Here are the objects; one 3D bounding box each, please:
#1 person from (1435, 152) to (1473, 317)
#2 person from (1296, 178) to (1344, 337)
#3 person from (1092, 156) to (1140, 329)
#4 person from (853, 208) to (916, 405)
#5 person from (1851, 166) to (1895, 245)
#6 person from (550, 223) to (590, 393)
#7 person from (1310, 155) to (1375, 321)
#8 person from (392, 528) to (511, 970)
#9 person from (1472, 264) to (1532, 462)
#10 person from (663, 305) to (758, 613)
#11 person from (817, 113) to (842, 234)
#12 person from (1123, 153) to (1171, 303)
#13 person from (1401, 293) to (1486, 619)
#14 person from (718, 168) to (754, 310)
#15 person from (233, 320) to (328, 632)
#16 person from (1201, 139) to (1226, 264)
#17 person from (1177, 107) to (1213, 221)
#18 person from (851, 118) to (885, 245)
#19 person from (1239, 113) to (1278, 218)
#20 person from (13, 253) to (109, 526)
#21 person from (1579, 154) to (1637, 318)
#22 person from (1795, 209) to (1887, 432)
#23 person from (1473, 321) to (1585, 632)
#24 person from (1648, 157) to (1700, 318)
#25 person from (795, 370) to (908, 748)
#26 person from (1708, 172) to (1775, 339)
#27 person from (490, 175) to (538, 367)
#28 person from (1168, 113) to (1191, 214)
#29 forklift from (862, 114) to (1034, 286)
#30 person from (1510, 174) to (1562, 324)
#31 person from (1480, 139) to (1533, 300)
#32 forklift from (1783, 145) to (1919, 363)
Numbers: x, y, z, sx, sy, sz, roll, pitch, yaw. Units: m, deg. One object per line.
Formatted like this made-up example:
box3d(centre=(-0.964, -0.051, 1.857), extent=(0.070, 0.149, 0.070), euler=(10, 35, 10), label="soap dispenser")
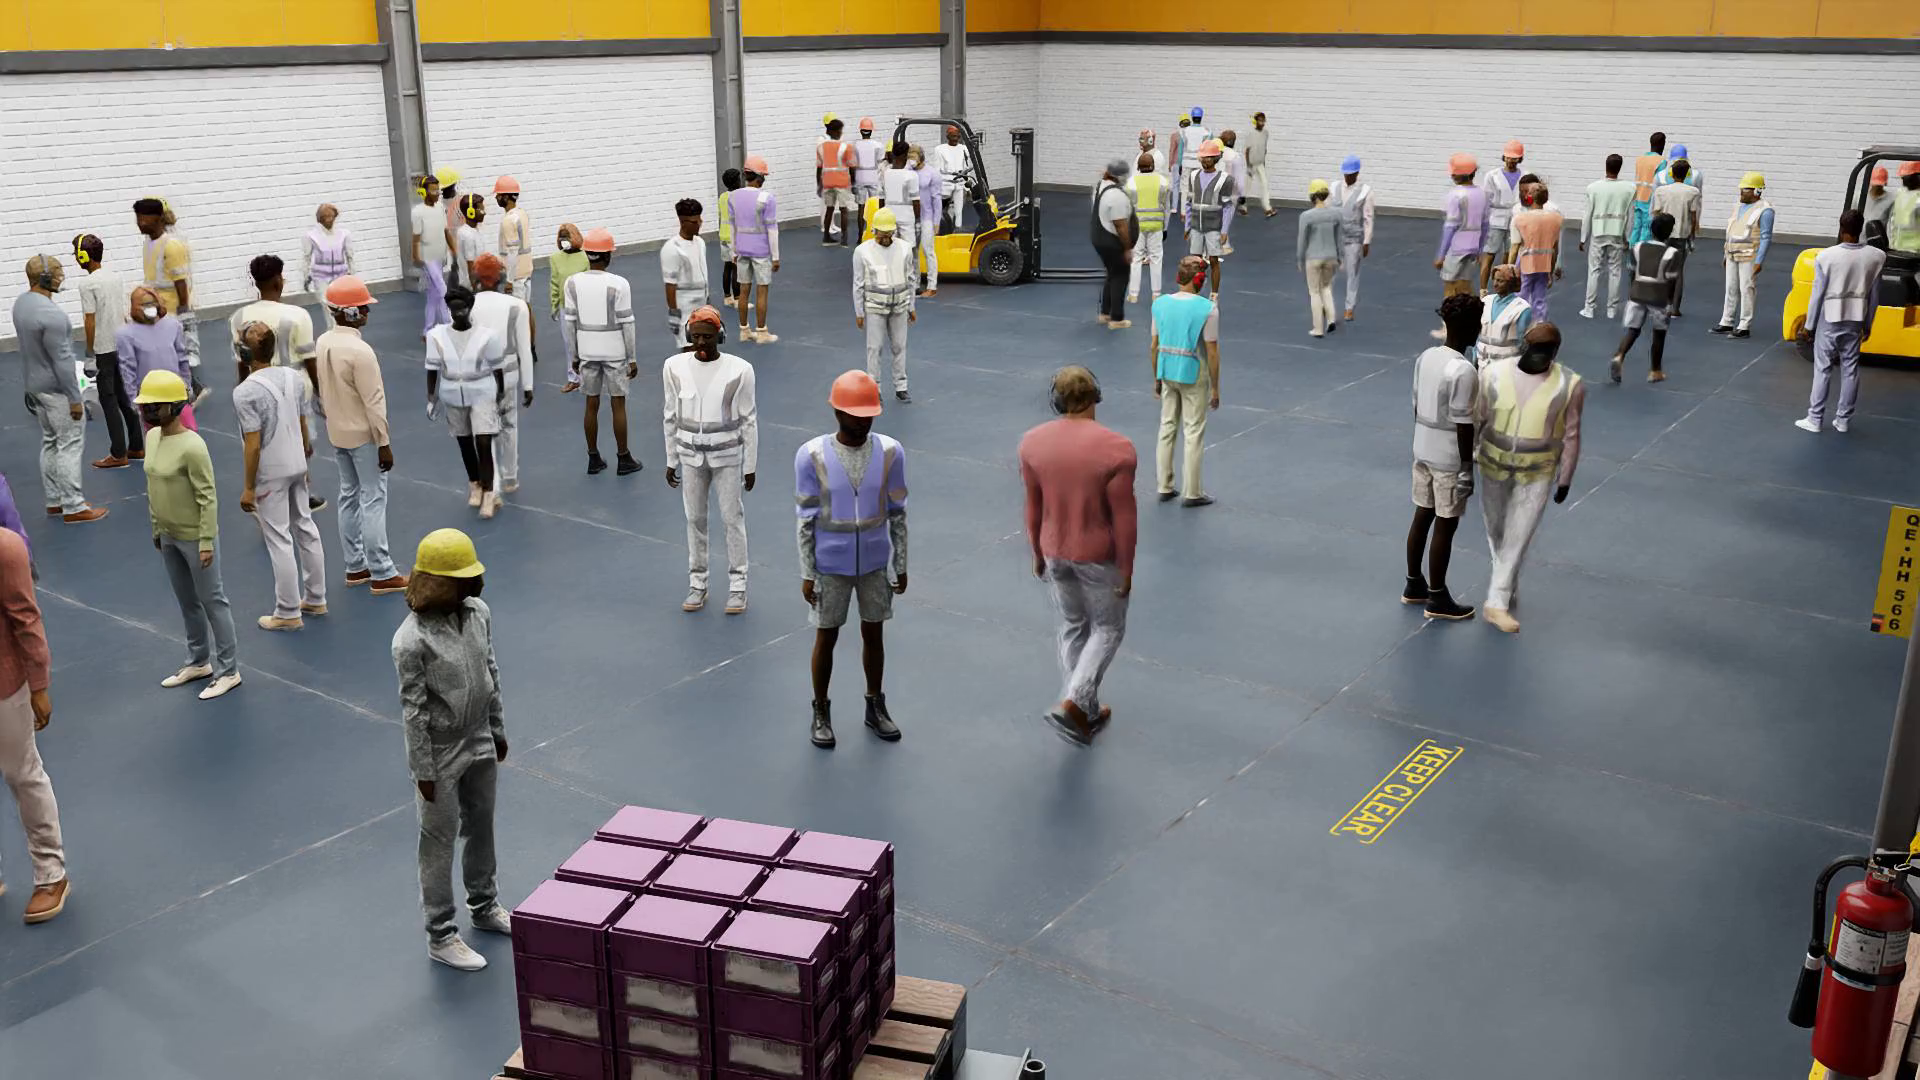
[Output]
box3d(centre=(5.895, -3.623, 19.768), extent=(0.387, 1.930, 0.544), euler=(3, 18, 9), label="person")
box3d(centre=(3.996, -3.135, 18.526), extent=(0.544, 1.739, 0.402), euler=(-5, 18, -14), label="person")
box3d(centre=(1.774, -3.411, 18.925), extent=(0.543, 2.000, 0.767), euler=(-5, 18, -15), label="person")
box3d(centre=(-0.689, -2.152, 15.356), extent=(0.601, 1.817, 0.403), euler=(-7, 19, -21), label="person")
box3d(centre=(11.118, -3.692, 20.315), extent=(0.592, 1.726, 0.444), euler=(7, 19, 22), label="person")
box3d(centre=(-3.651, -2.193, 15.786), extent=(0.497, 1.627, 0.276), euler=(5, 18, 16), label="person")
box3d(centre=(4.524, -3.538, 19.521), extent=(0.644, 1.929, 0.456), euler=(13, 22, 34), label="person")
box3d(centre=(-1.885, 0.786, 6.293), extent=(0.321, 1.737, 0.484), euler=(8, 19, 23), label="person")
box3d(centre=(4.267, -1.368, 13.183), extent=(0.306, 1.639, 0.522), euler=(-10, 20, -29), label="person")
box3d(centre=(-1.498, -0.481, 10.025), extent=(0.575, 1.880, 0.358), euler=(3, 18, 9), label="person")
box3d(centre=(-2.112, -5.985, 27.159), extent=(0.369, 1.928, 0.586), euler=(6, 19, 18), label="person")
box3d(centre=(2.298, -3.875, 20.706), extent=(0.621, 1.840, 0.430), euler=(-1, 18, -3), label="person")
box3d(centre=(2.908, -0.503, 9.951), extent=(0.365, 1.965, 0.608), euler=(-4, 18, -12), label="person")
box3d(centre=(-2.757, -3.667, 20.284), extent=(0.319, 1.696, 0.532), euler=(-11, 21, -32), label="person")
box3d(centre=(-4.000, -0.370, 9.730), extent=(0.344, 1.847, 0.507), euler=(7, 19, 20), label="person")
box3d(centre=(3.650, -4.873, 23.945), extent=(0.312, 1.768, 0.522), euler=(17, 24, 42), label="person")
box3d(centre=(4.045, -6.467, 28.659), extent=(0.603, 1.938, 0.424), euler=(4, 18, 11), label="person")
box3d(centre=(-1.435, -5.547, 25.773), extent=(0.544, 1.939, 0.354), euler=(-1, 18, -4), label="person")
box3d(centre=(5.231, -6.568, 29.181), extent=(0.533, 1.803, 0.991), euler=(-8, 19, -23), label="person")
box3d(centre=(-6.384, -1.052, 11.735), extent=(0.639, 1.926, 0.367), euler=(15, 23, 39), label="person")
box3d(centre=(7.646, -3.587, 19.672), extent=(0.587, 1.920, 0.397), euler=(3, 18, 10), label="person")
box3d(centre=(7.580, -1.872, 14.320), extent=(0.587, 1.913, 0.391), euler=(1, 18, 3), label="person")
box3d(centre=(3.293, -0.400, 9.880), extent=(0.681, 1.810, 0.635), euler=(10, 20, 28), label="person")
box3d(centre=(8.451, -3.579, 19.719), extent=(0.510, 1.877, 0.328), euler=(7, 19, 21), label="person")
box3d(centre=(-0.516, 0.107, 8.125), extent=(0.558, 1.924, 0.427), euler=(-5, 18, -16), label="person")
box3d(centre=(8.696, -3.160, 18.476), extent=(0.404, 1.830, 0.602), euler=(-5, 18, -14), label="person")
box3d(centre=(-4.547, -2.731, 16.966), extent=(0.358, 1.938, 0.542), euler=(0, 18, 0), label="person")
box3d(centre=(3.989, -6.727, 29.764), extent=(0.531, 1.755, 0.343), euler=(-3, 18, -9), label="person")
box3d(centre=(-0.171, -4.594, 22.377), extent=(2.313, 2.155, 1.214), euler=(1, 18, 3), label="forklift")
box3d(centre=(6.121, -2.993, 17.923), extent=(0.922, 1.854, 0.615), euler=(-7, 19, -21), label="person")
box3d(centre=(6.649, -3.838, 20.262), extent=(0.609, 2.040, 0.394), euler=(-1, 18, -3), label="person")
box3d(centre=(9.803, -2.879, 17.013), extent=(2.313, 2.155, 1.214), euler=(12, 21, 33), label="forklift")
